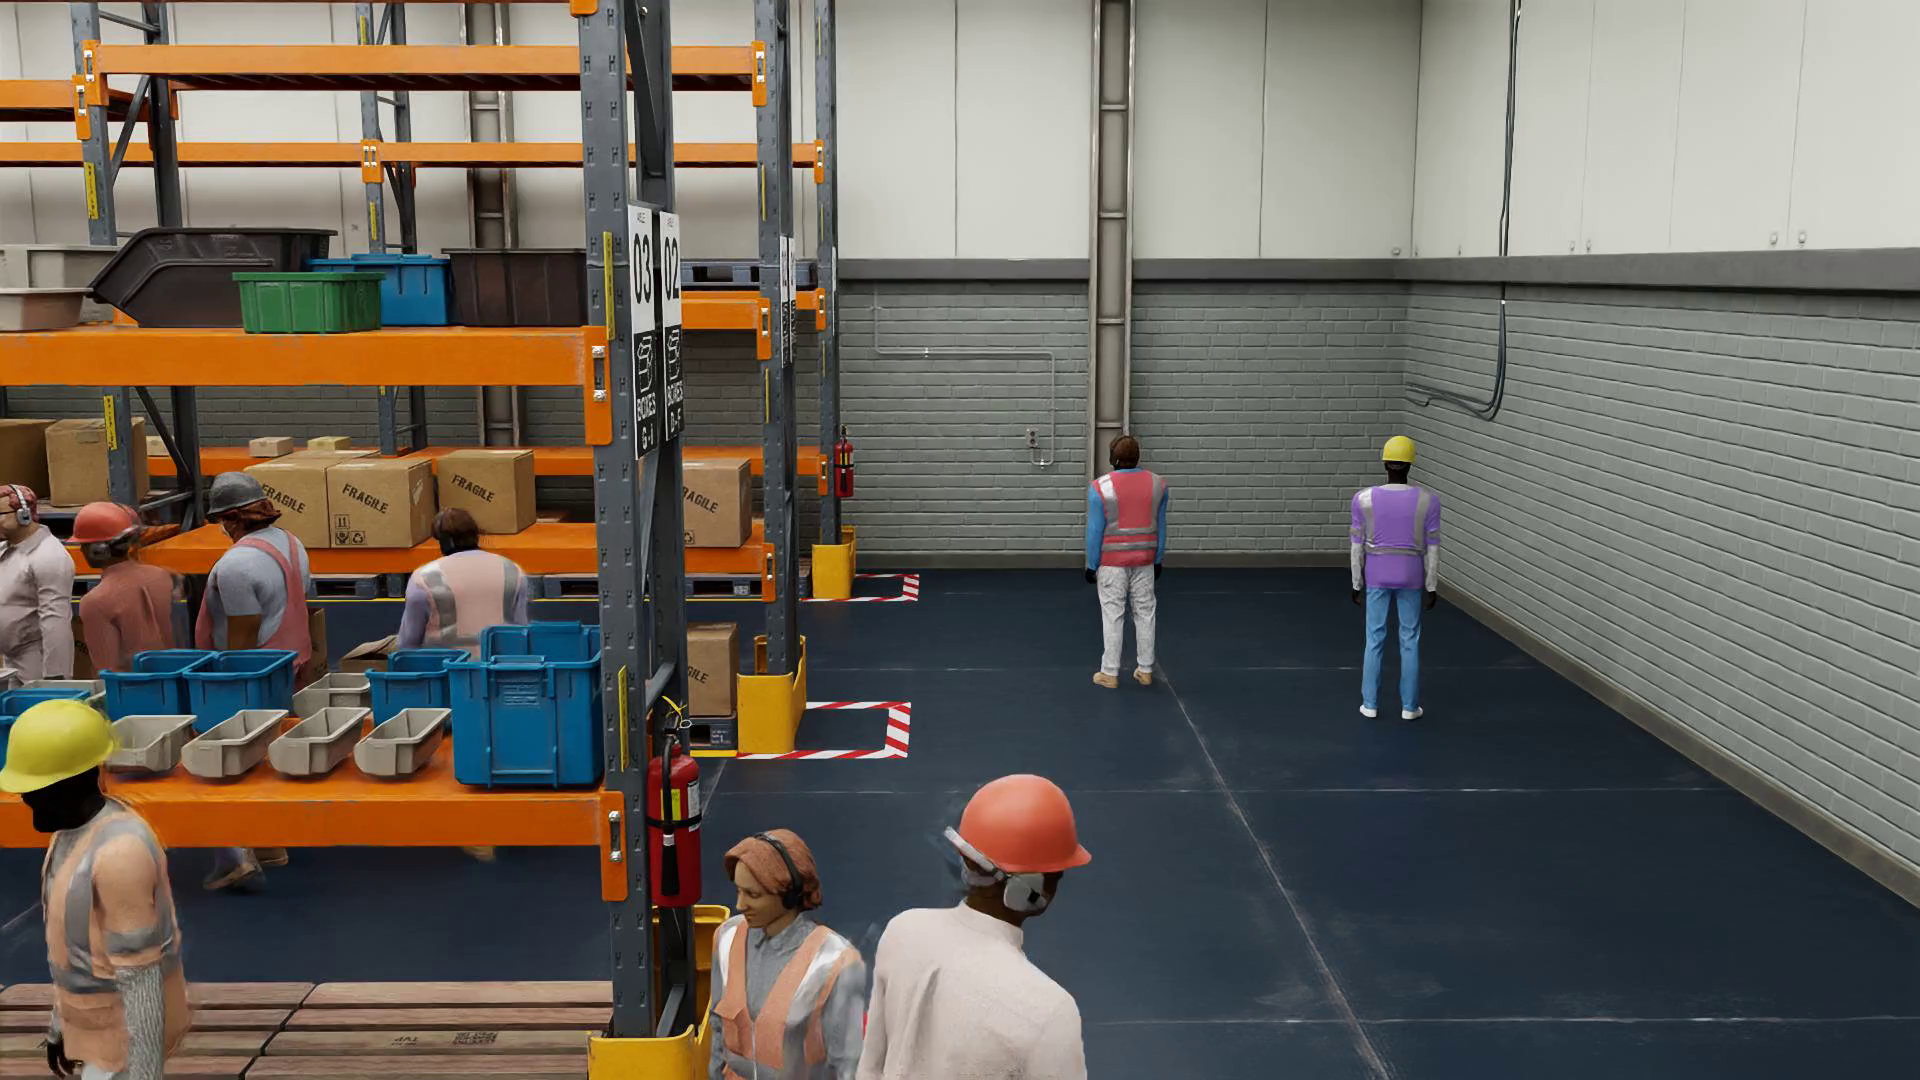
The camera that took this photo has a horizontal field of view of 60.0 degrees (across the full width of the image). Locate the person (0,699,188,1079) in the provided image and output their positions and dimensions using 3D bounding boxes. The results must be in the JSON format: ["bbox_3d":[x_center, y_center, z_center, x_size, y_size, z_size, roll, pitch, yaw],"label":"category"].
[{"bbox_3d":[-2.338,1.349,4.531,0.425,1.915,0.688,-7,11,-36],"label":"person"}]

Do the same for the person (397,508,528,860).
[{"bbox_3d":[-2.638,0.720,8.765,0.621,1.791,0.899,-8,12,-40],"label":"person"}]

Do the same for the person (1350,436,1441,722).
[{"bbox_3d":[2.912,0.262,11.163,0.587,1.928,0.363,3,10,16],"label":"person"}]

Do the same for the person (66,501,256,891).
[{"bbox_3d":[-3.928,0.770,8.034,1.039,1.948,0.619,3,10,17],"label":"person"}]

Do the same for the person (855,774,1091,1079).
[{"bbox_3d":[0.097,1.461,3.722,0.952,1.943,0.615,-6,11,-32],"label":"person"}]

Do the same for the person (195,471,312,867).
[{"bbox_3d":[-3.613,0.642,8.490,0.536,2.000,0.680,1,9,4],"label":"person"}]

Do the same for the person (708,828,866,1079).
[{"bbox_3d":[-0.441,1.530,4.302,0.524,1.631,0.316,7,11,36],"label":"person"}]

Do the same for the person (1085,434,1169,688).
[{"bbox_3d":[1.194,0.154,12.083,0.619,1.847,0.430,-3,10,-17],"label":"person"}]

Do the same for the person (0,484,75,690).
[{"bbox_3d":[-4.991,0.641,8.940,0.647,1.900,0.399,8,12,39],"label":"person"}]
